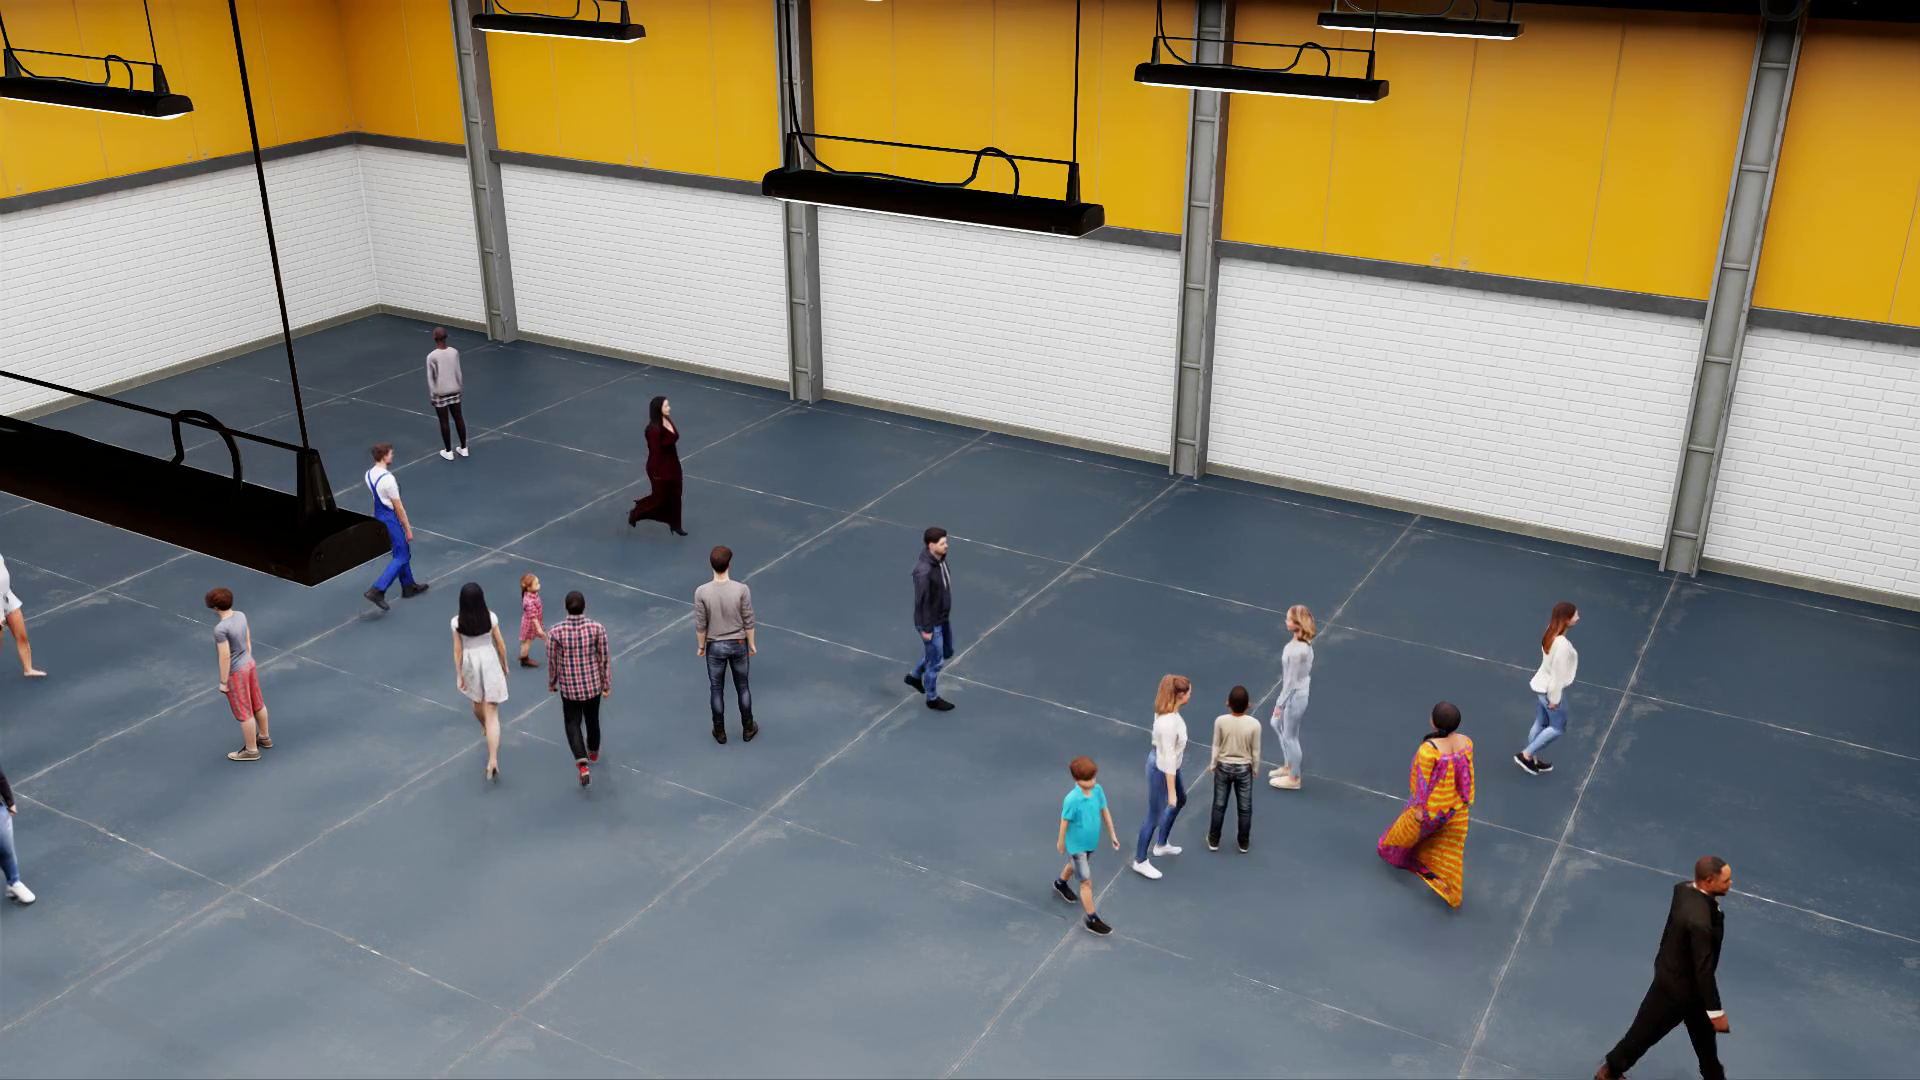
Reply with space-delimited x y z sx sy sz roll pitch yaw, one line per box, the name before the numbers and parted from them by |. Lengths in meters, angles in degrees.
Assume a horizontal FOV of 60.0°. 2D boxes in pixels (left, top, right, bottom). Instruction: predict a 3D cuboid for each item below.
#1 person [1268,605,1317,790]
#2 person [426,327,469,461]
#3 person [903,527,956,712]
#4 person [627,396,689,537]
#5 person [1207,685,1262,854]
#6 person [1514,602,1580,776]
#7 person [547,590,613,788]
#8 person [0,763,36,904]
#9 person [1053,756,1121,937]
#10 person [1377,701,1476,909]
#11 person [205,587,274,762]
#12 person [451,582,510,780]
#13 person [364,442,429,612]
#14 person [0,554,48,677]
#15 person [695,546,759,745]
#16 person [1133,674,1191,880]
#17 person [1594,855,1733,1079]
person | 2.938 1.369 14.233 0.614 1.784 0.660 9 25 19
person | -6.723 -1.928 21.794 0.619 1.770 0.660 22 32 40
person | -0.334 0.724 15.596 0.844 1.875 0.764 8 25 17
person | -3.537 -0.830 19.316 1.040 1.743 0.871 3 24 7
person | 2.226 1.865 13.507 0.530 1.458 0.659 4 24 10
person | 5.067 1.311 14.498 0.786 1.679 0.751 0 24 1
person | -3.300 1.290 14.459 1.052 1.749 1.160 -9 25 -20
person | -7.482 2.124 12.702 0.590 1.628 0.652 17 29 34
person | 0.889 2.249 12.686 0.717 1.412 1.026 -20 30 -37
person | 3.732 2.036 12.889 1.126 1.640 1.254 -9 25 -19
person | -6.432 1.177 14.840 0.629 1.651 0.650 5 24 11
person | -4.178 1.256 14.578 1.144 1.715 1.207 -6 24 -13
person | -6.086 -0.134 17.613 1.059 1.831 0.811 18 30 36
person | -9.403 0.641 16.120 0.987 1.608 0.749 4 24 9
person | -2.108 0.955 15.032 0.743 1.904 0.833 -3 24 -7
person | 1.554 1.851 13.221 0.767 1.712 0.864 8 25 18
person | 4.546 2.858 10.734 1.289 1.859 0.857 9 25 19
